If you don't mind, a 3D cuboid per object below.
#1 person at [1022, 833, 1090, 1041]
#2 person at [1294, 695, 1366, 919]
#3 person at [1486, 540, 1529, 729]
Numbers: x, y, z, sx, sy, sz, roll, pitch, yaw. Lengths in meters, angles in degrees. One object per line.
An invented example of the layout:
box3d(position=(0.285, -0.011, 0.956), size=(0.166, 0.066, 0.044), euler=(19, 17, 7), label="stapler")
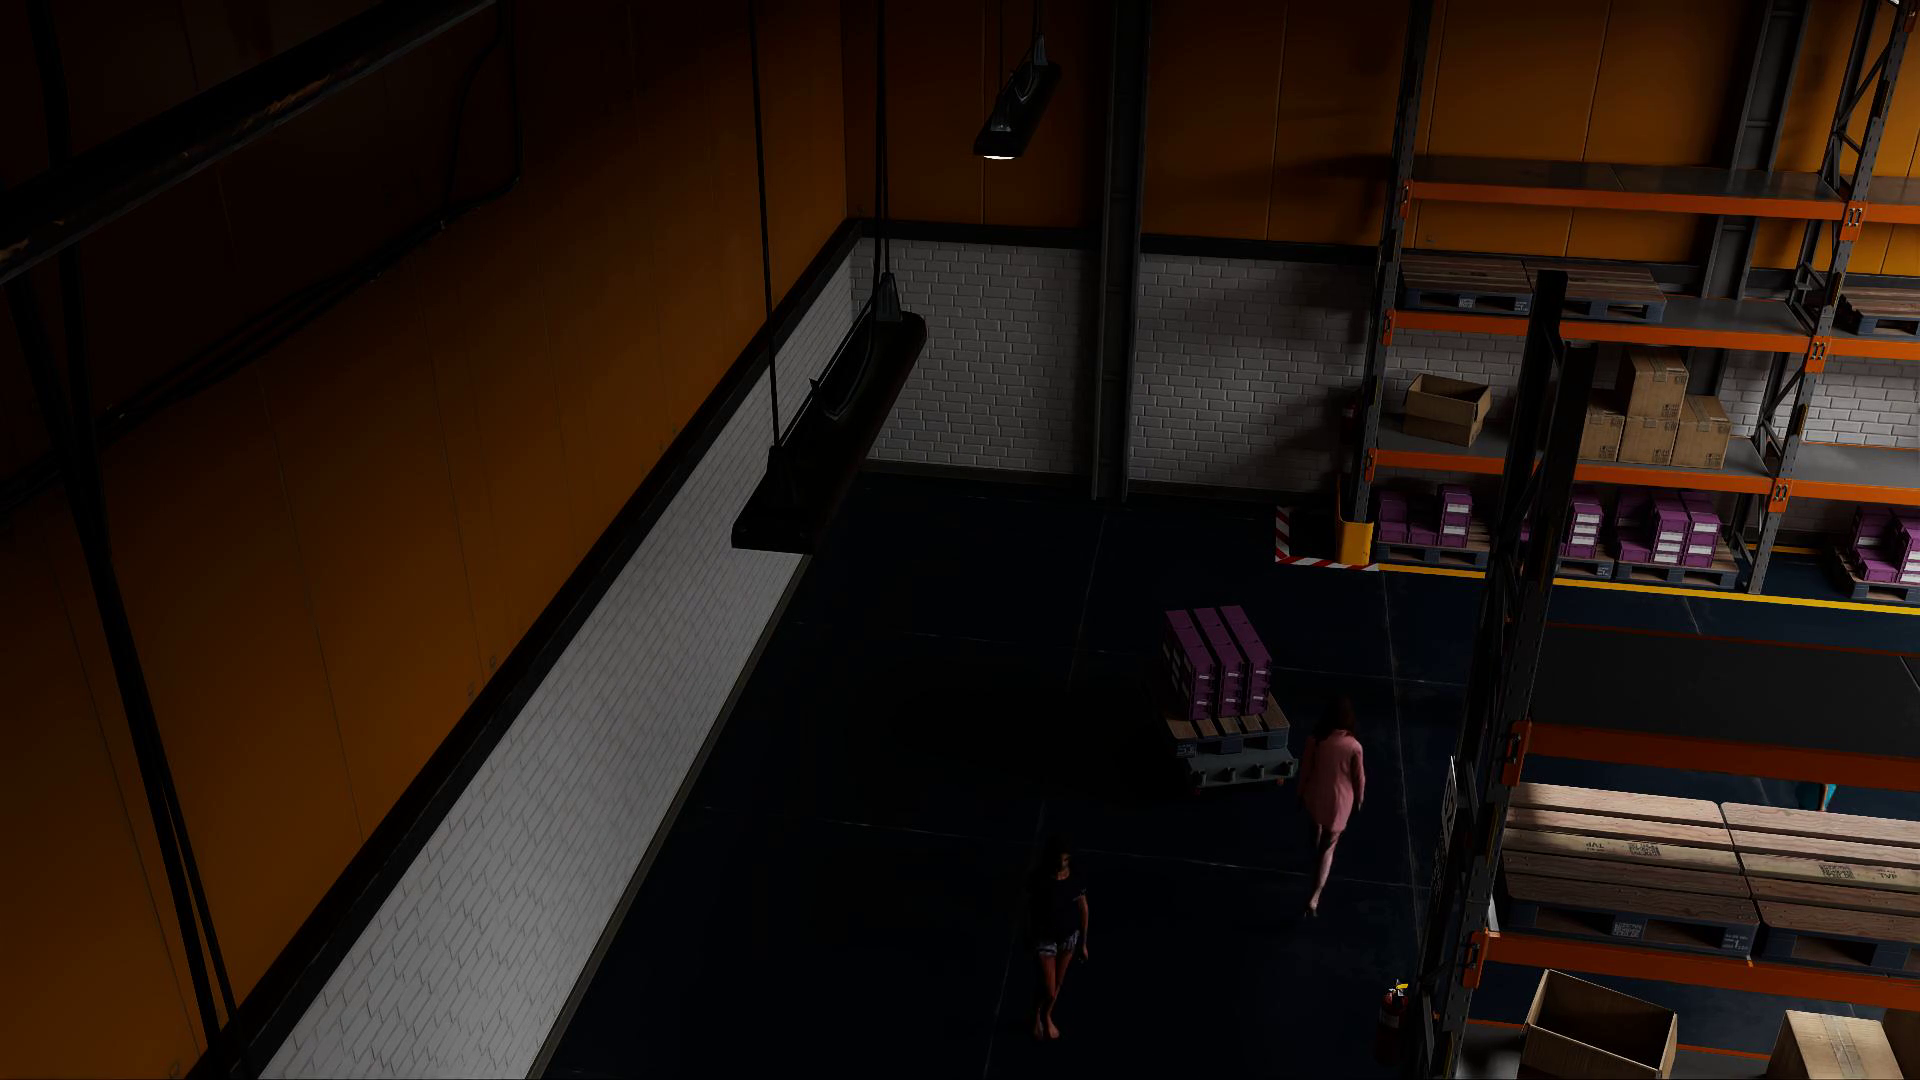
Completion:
box3d(position=(0.616, 2.642, 11.335), size=(0.685, 1.751, 0.754), euler=(-9, 30, -16), label="person")
box3d(position=(2.736, 2.027, 12.451), size=(1.128, 1.762, 0.871), euler=(11, 31, 20), label="person")
box3d(position=(4.850, 0.823, 14.574), size=(0.622, 1.842, 0.661), euler=(12, 31, 20), label="person")
